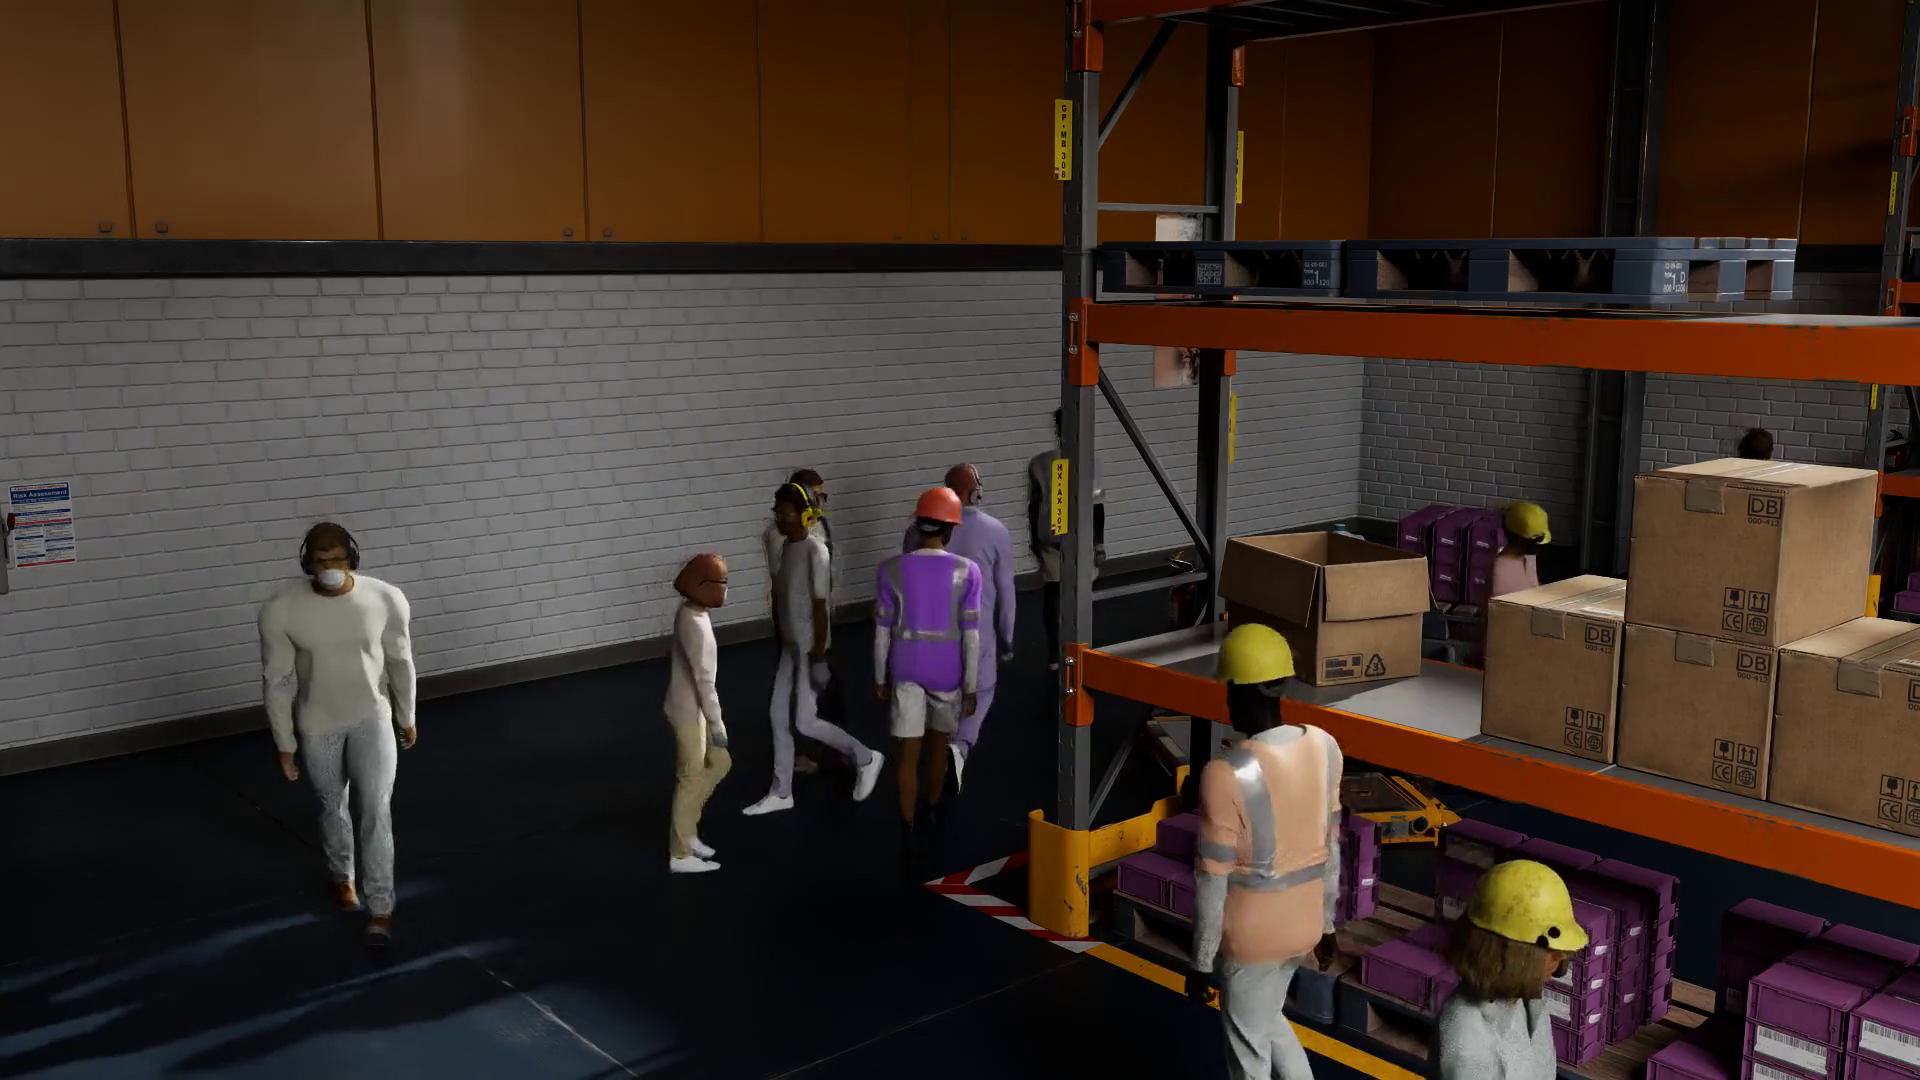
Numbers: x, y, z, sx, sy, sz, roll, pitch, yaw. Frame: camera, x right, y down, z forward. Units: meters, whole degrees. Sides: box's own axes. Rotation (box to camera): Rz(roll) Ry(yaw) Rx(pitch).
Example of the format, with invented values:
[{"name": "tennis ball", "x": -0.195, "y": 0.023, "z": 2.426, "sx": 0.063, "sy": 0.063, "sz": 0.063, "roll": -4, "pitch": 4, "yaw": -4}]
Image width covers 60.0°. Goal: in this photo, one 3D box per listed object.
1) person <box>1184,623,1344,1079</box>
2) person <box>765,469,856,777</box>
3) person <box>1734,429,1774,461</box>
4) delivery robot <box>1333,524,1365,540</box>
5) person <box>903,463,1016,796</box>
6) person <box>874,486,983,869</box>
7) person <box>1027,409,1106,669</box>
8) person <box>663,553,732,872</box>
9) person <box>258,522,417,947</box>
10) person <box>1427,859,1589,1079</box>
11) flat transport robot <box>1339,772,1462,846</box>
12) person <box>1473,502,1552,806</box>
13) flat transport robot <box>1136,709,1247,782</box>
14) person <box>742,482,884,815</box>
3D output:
[{"name": "person", "x": 0.944, "y": 1.206, "z": 5.218, "sx": 0.585, "sy": 1.910, "sz": 0.439, "roll": -8, "pitch": 13, "yaw": -41}, {"name": "person", "x": -0.852, "y": 0.504, "z": 9.574, "sx": 0.519, "sy": 1.818, "sz": 0.723, "roll": -9, "pitch": 13, "yaw": -41}, {"name": "person", "x": 5.717, "y": 0.080, "z": 12.135, "sx": 0.432, "sy": 1.808, "sz": 0.705, "roll": 0, "pitch": 10, "yaw": -2}, {"name": "delivery robot", "x": 3.510, "y": 0.093, "z": 15.402, "sx": 0.477, "sy": 0.478, "sz": 0.707, "roll": 5, "pitch": 11, "yaw": 26}, {"name": "person", "x": -0.021, "y": 0.509, "z": 9.365, "sx": 0.657, "sy": 1.877, "sz": 0.753, "roll": 2, "pitch": 10, "yaw": 13}, {"name": "person", "x": -0.166, "y": 0.678, "z": 8.403, "sx": 0.561, "sy": 1.888, "sz": 0.997, "roll": 0, "pitch": 10, "yaw": 3}, {"name": "person", "x": 0.840, "y": -0.039, "z": 12.414, "sx": 0.634, "sy": 1.928, "sz": 0.789, "roll": 4, "pitch": 10, "yaw": 21}, {"name": "person", "x": -1.291, "y": 0.857, "z": 8.131, "sx": 0.360, "sy": 1.614, "sz": 0.512, "roll": -1, "pitch": 10, "yaw": -8}, {"name": "person", "x": -2.740, "y": 0.843, "z": 7.399, "sx": 0.631, "sy": 1.877, "sz": 1.031, "roll": -3, "pitch": 10, "yaw": -19}, {"name": "person", "x": 1.265, "y": 1.552, "z": 3.747, "sx": 0.865, "sy": 1.698, "sz": 0.511, "roll": 9, "pitch": 13, "yaw": 41}, {"name": "flat transport robot", "x": 1.884, "y": 1.423, "z": 8.720, "sx": 1.431, "sy": 0.197, "sz": 0.652, "roll": -1, "pitch": 10, "yaw": -7}, {"name": "person", "x": 3.031, "y": 0.626, "z": 9.109, "sx": 0.418, "sy": 1.724, "sz": 0.595, "roll": 8, "pitch": 13, "yaw": 41}, {"name": "flat transport robot", "x": 1.492, "y": 1.256, "z": 9.698, "sx": 0.652, "sy": 0.197, "sz": 1.431, "roll": -1, "pitch": 10, "yaw": -7}, {"name": "person", "x": -0.808, "y": 0.588, "z": 9.039, "sx": 0.740, "sy": 1.848, "sz": 0.535, "roll": -5, "pitch": 11, "yaw": -27}]
